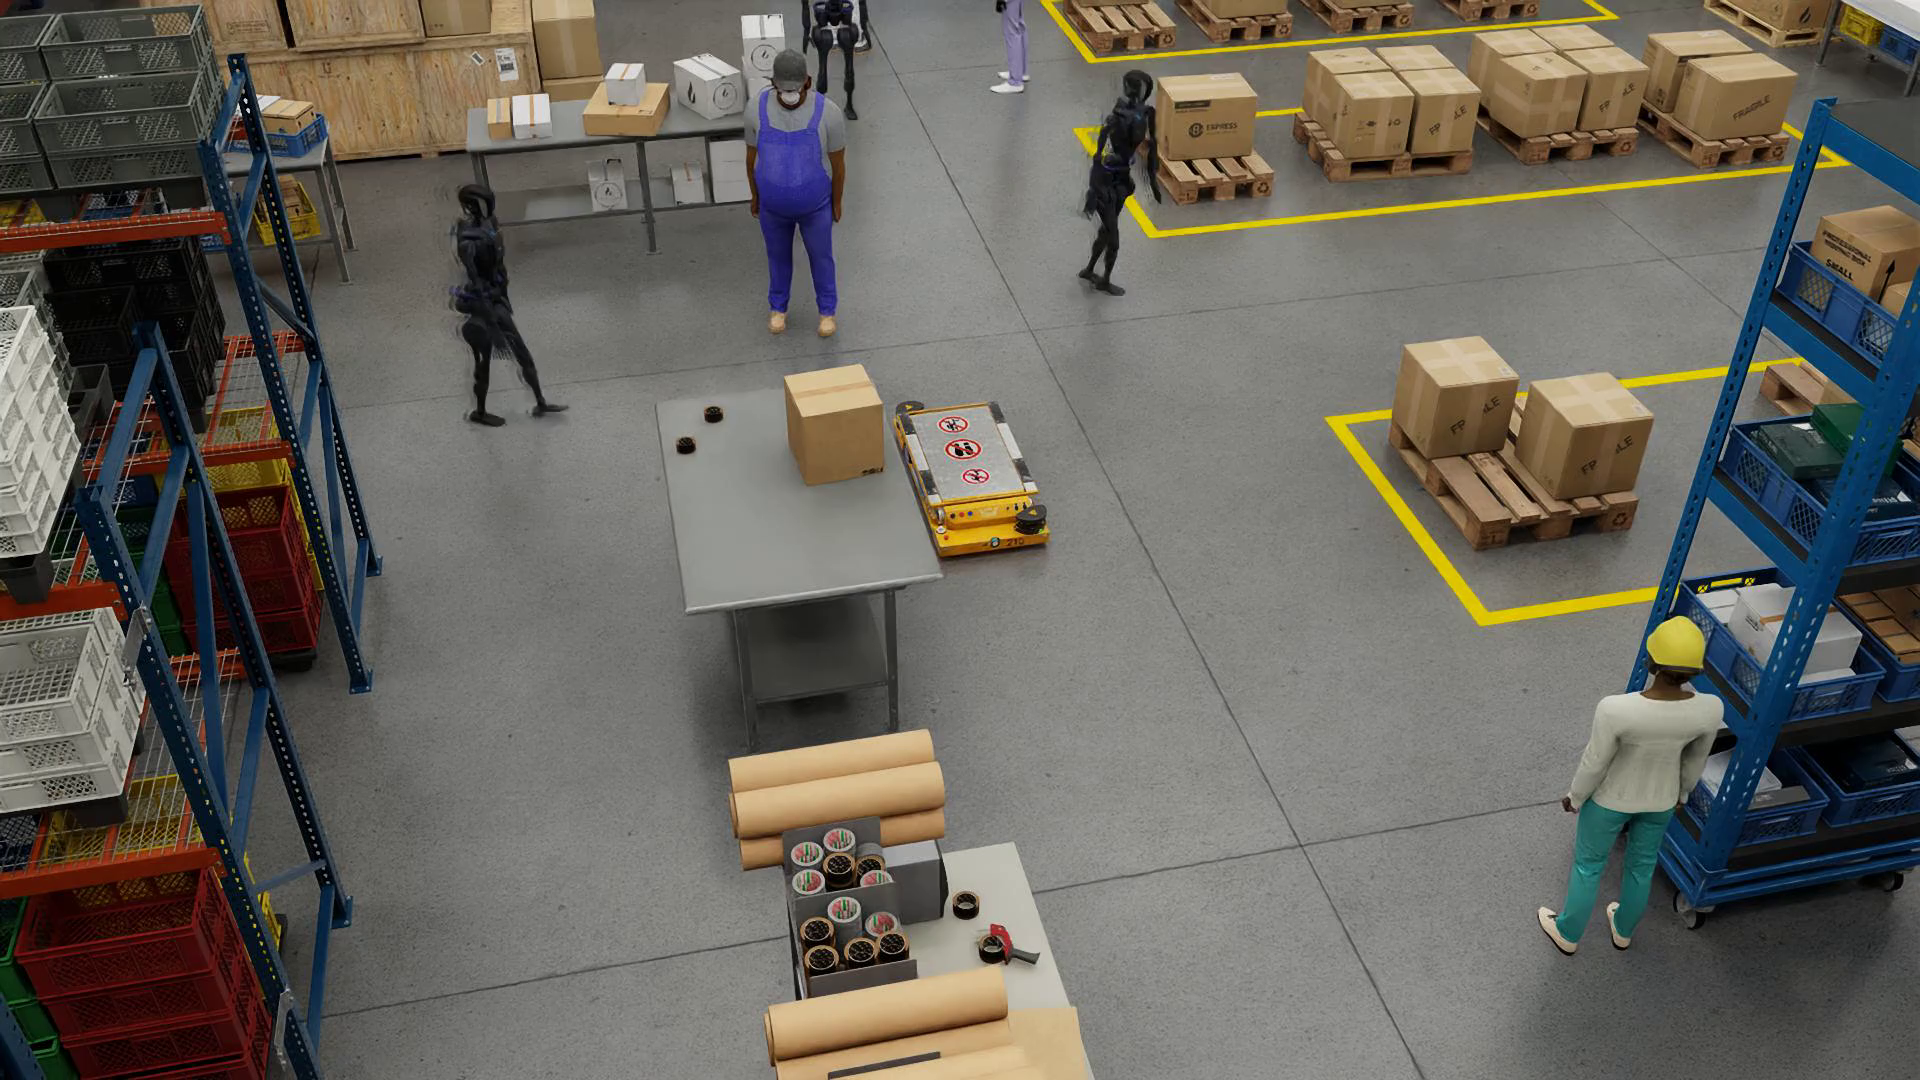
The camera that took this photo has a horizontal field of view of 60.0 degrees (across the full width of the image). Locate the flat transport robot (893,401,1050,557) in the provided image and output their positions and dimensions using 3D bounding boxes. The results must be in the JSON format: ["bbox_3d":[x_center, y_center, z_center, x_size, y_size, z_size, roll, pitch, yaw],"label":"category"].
[{"bbox_3d":[0.046,-0.430,10.108,0.652,0.197,1.431,-8,37,-10],"label":"flat transport robot"}]

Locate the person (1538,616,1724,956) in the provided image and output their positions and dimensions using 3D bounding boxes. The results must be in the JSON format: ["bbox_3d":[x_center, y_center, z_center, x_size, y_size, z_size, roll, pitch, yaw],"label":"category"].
[{"bbox_3d":[2.777,1.038,6.903,0.533,1.767,0.317,-2,37,-3],"label":"person"}]

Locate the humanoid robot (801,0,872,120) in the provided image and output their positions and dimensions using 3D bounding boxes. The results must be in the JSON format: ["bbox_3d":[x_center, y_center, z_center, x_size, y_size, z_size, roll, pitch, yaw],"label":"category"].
[{"bbox_3d":[-1.060,-4.409,14.297,0.593,1.651,0.348,-9,38,-11],"label":"humanoid robot"}]

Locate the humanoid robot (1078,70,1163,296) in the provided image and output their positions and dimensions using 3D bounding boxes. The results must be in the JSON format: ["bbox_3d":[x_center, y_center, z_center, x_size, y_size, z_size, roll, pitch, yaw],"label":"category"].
[{"bbox_3d":[1.107,-2.533,11.795,0.581,1.628,0.594,26,44,31],"label":"humanoid robot"}]

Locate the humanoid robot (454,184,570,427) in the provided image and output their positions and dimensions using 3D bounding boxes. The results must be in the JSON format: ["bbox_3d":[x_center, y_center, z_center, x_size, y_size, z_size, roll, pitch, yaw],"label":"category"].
[{"bbox_3d":[-2.869,-1.411,10.283,0.695,1.631,0.608,7,37,10],"label":"humanoid robot"}]

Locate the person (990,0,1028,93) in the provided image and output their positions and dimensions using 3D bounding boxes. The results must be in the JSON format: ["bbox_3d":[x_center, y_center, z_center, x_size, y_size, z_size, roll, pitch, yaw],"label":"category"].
[{"bbox_3d":[0.443,-4.978,14.860,0.382,1.924,0.589,8,37,11],"label":"person"}]

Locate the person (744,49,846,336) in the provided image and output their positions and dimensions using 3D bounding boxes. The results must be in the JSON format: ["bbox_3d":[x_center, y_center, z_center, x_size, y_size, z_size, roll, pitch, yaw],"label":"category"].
[{"bbox_3d":[-1.109,-2.324,11.194,0.678,2.000,0.535,4,37,5],"label":"person"}]

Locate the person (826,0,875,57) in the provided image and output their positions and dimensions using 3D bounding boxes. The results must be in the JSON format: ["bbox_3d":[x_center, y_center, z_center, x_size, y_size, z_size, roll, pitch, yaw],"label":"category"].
[{"bbox_3d":[-1.085,-5.493,15.585,0.573,1.882,0.355,15,39,20],"label":"person"}]
